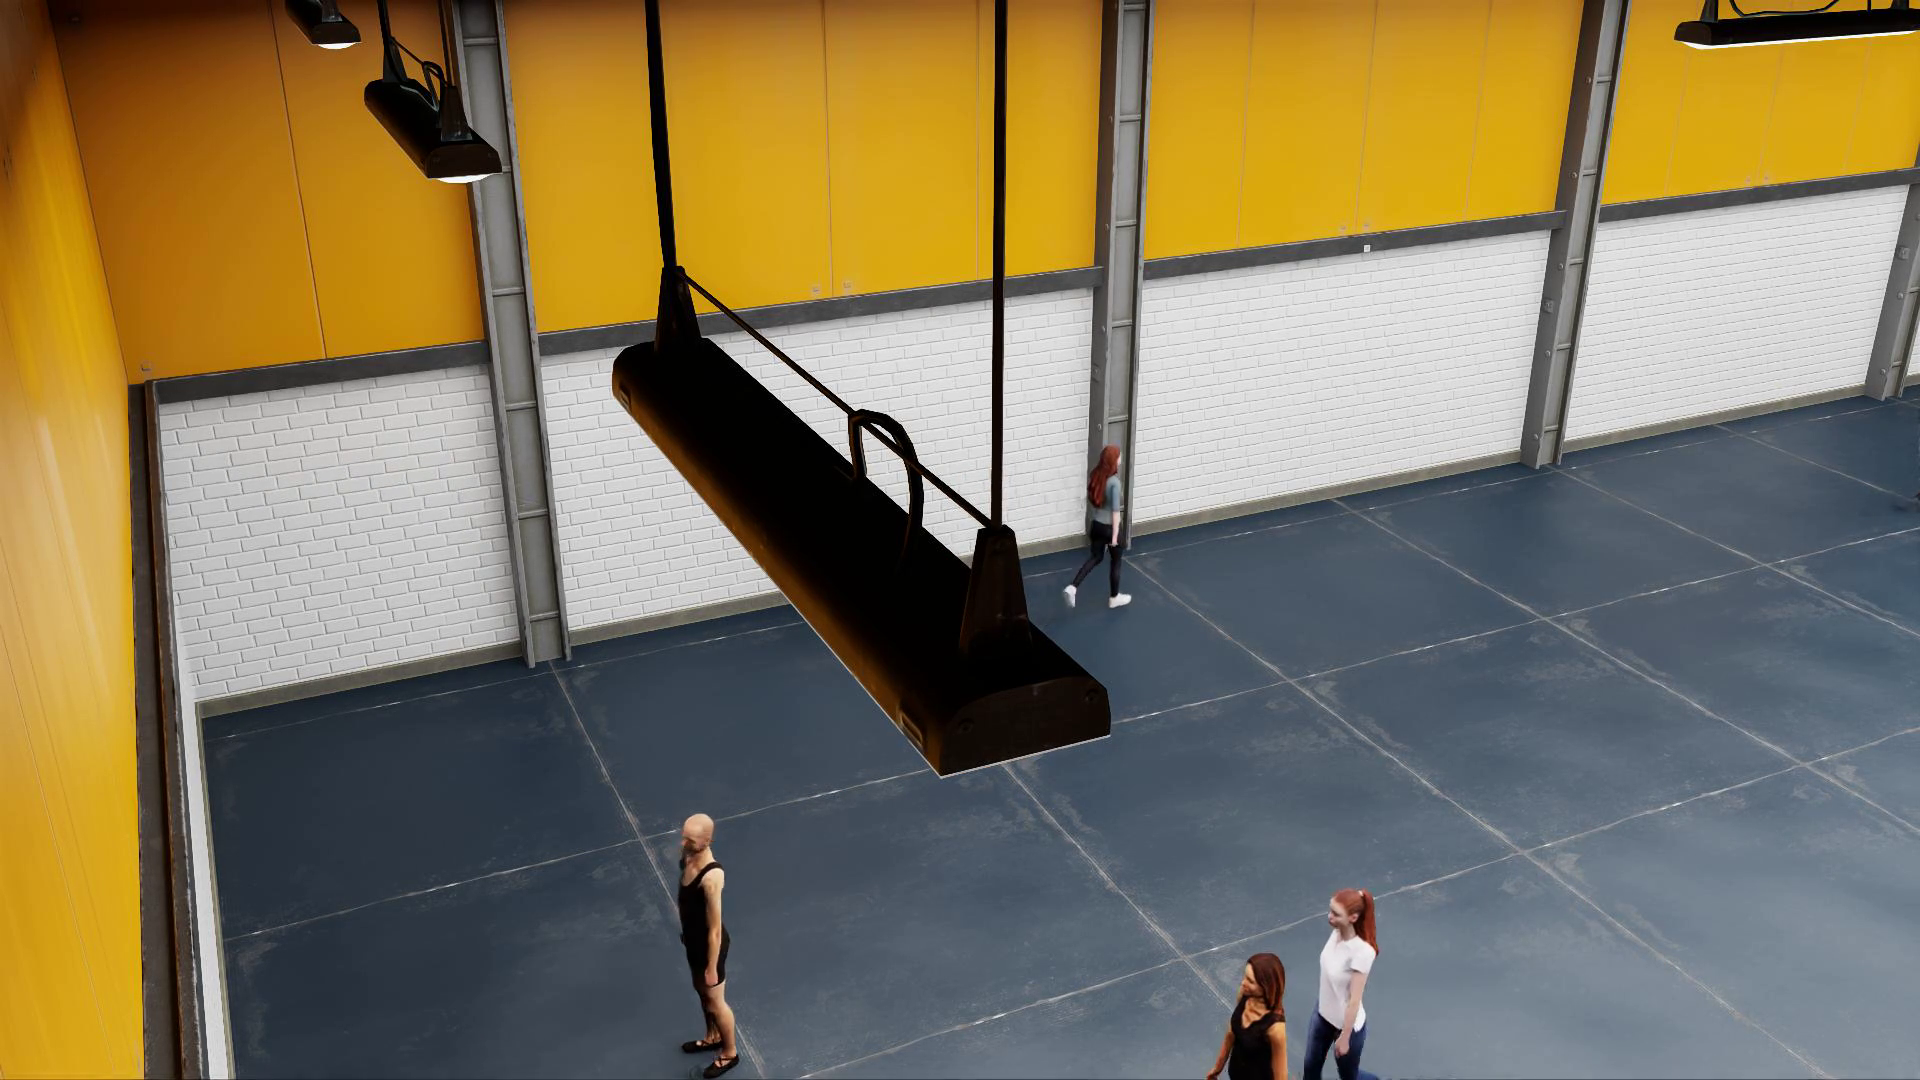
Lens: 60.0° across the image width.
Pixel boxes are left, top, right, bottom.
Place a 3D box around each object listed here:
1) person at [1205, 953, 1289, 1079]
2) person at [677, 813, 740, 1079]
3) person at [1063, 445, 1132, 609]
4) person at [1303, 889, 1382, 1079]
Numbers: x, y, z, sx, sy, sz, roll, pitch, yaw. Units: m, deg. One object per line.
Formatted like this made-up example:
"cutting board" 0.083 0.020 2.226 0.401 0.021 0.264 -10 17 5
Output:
"person" 1.672 2.975 8.962 1.196 1.784 0.716 -6 24 -14
"person" -1.556 2.445 10.136 0.507 1.814 0.680 -8 25 -18
"person" 1.339 -0.081 16.025 1.066 1.726 0.691 -15 28 -30
"person" 2.295 2.753 9.560 1.109 1.712 0.764 -4 24 -9
